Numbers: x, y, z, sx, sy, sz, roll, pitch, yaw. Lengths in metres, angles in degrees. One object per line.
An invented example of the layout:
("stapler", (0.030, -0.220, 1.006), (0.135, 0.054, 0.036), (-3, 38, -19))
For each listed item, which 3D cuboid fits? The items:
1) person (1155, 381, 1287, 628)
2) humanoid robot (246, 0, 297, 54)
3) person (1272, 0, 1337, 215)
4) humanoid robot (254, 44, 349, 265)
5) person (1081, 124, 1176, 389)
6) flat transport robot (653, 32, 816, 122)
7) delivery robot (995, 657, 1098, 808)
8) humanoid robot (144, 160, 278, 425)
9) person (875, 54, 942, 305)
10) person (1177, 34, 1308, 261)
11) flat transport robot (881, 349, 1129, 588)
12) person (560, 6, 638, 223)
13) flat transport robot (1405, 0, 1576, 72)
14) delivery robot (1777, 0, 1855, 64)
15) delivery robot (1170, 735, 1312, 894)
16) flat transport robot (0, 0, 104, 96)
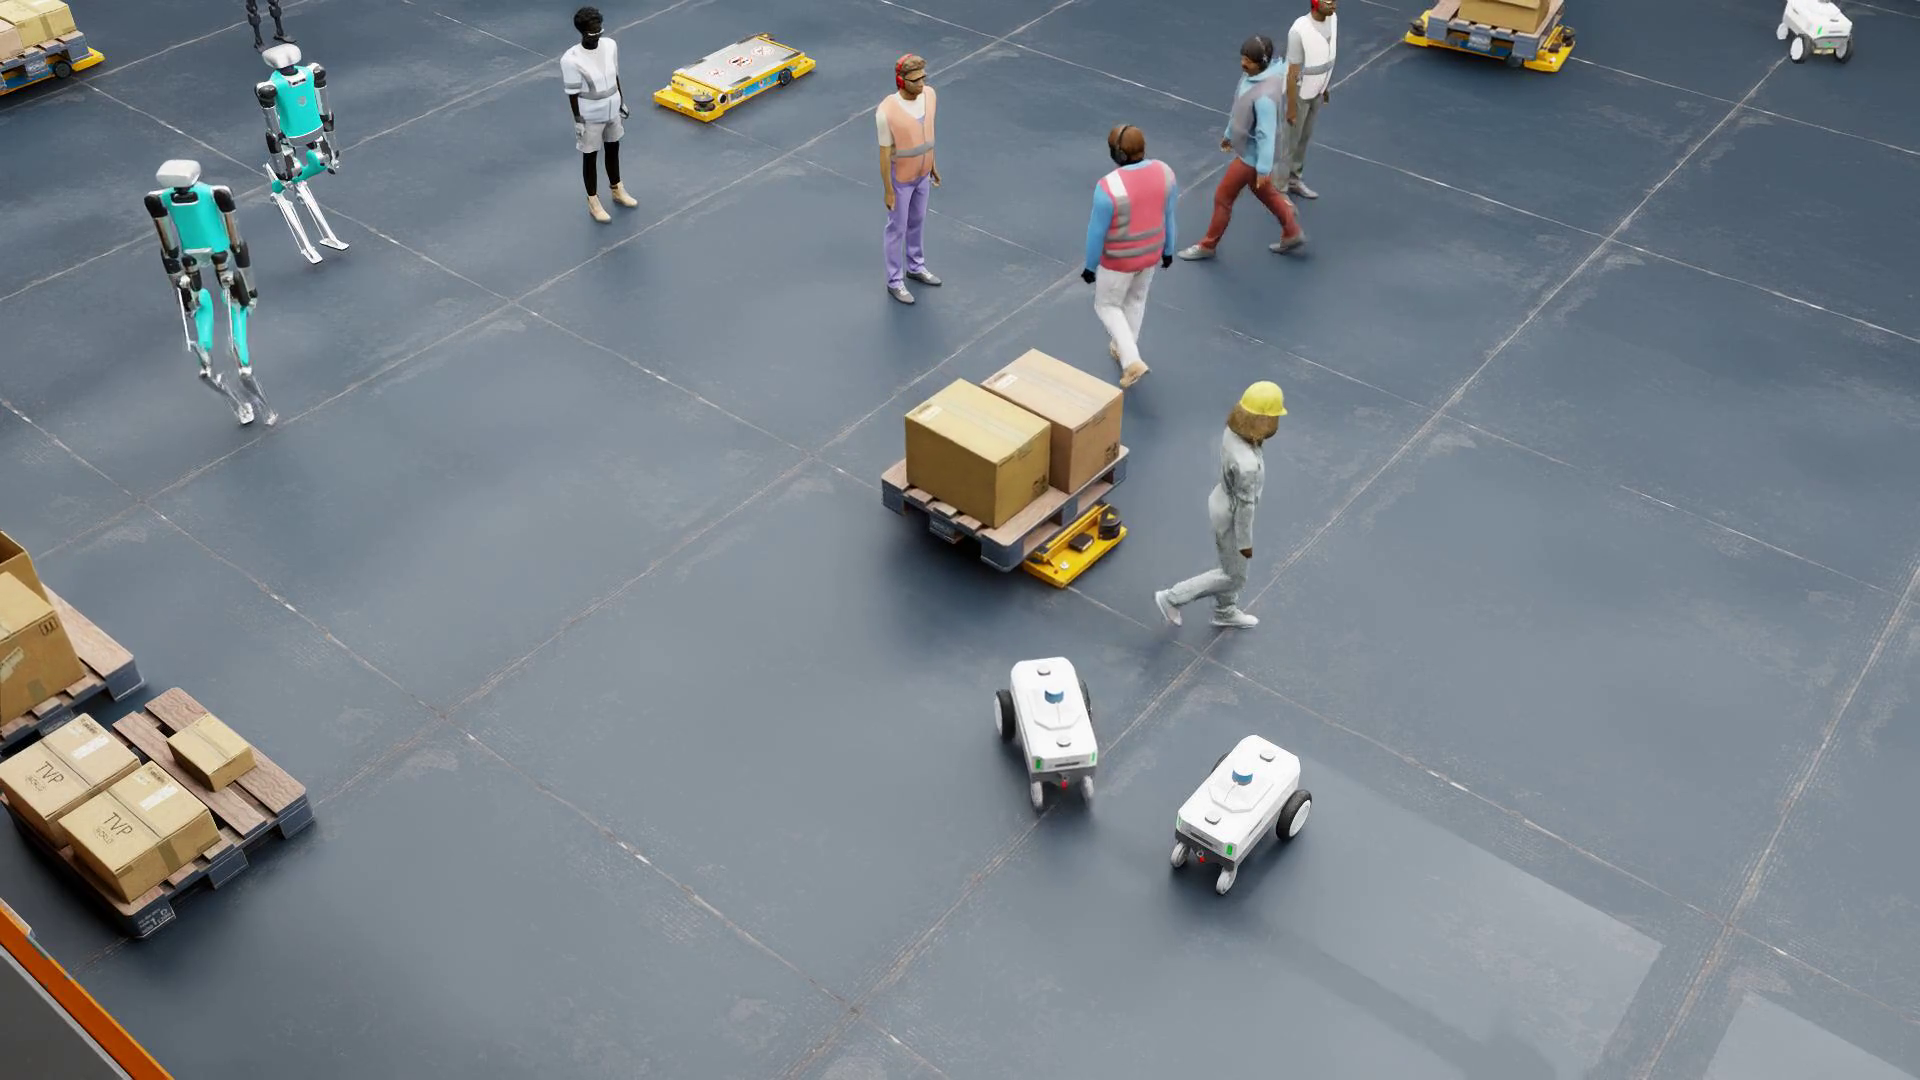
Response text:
("person", (1.434, -0.139, 9.118), (0.553, 1.708, 0.504), (4, 41, 4))
("humanoid robot", (-6.474, -5.339, 15.264), (0.315, 1.653, 0.599), (27, 47, 28))
("person", (2.682, -3.468, 12.942), (0.388, 1.844, 0.564), (28, 48, 29))
("humanoid robot", (-4.919, -2.881, 12.231), (0.735, 1.677, 0.533), (27, 47, 28))
("person", (1.172, -1.852, 11.072), (0.664, 1.815, 0.640), (-19, 44, -21))
("flat transport robot", (-2.024, -4.187, 15.003), (0.659, 0.231, 1.431), (27, 47, 28))
("delivery robot", (0.483, 0.969, 8.715), (0.499, 0.592, 0.795), (-6, 41, -7))
("humanoid robot", (-4.825, -1.483, 10.724), (0.535, 1.805, 0.810), (-5, 41, -6))
("person", (-0.373, -2.610, 11.930), (0.388, 1.847, 0.564), (28, 48, 29))
("person", (2.196, -2.881, 12.263), (0.964, 1.830, 0.562), (2, 40, 2))
("flat transport robot", (0.274, -0.223, 10.341), (1.431, 0.231, 0.659), (29, 48, 30))
("person", (-2.791, -3.301, 12.861), (0.321, 1.692, 0.530), (28, 48, 29))
("flat transport robot", (4.994, -4.736, 15.649), (1.431, 0.231, 0.659), (20, 44, 22))
("delivery robot", (7.979, -4.796, 15.488), (0.499, 0.581, 0.768), (-2, 40, -2))
("delivery robot", (1.383, 1.322, 8.280), (0.499, 0.566, 0.739), (27, 47, 28))
("flat transport robot", (-8.634, -4.281, 15.114), (0.659, 0.231, 1.431), (27, 47, 28))
